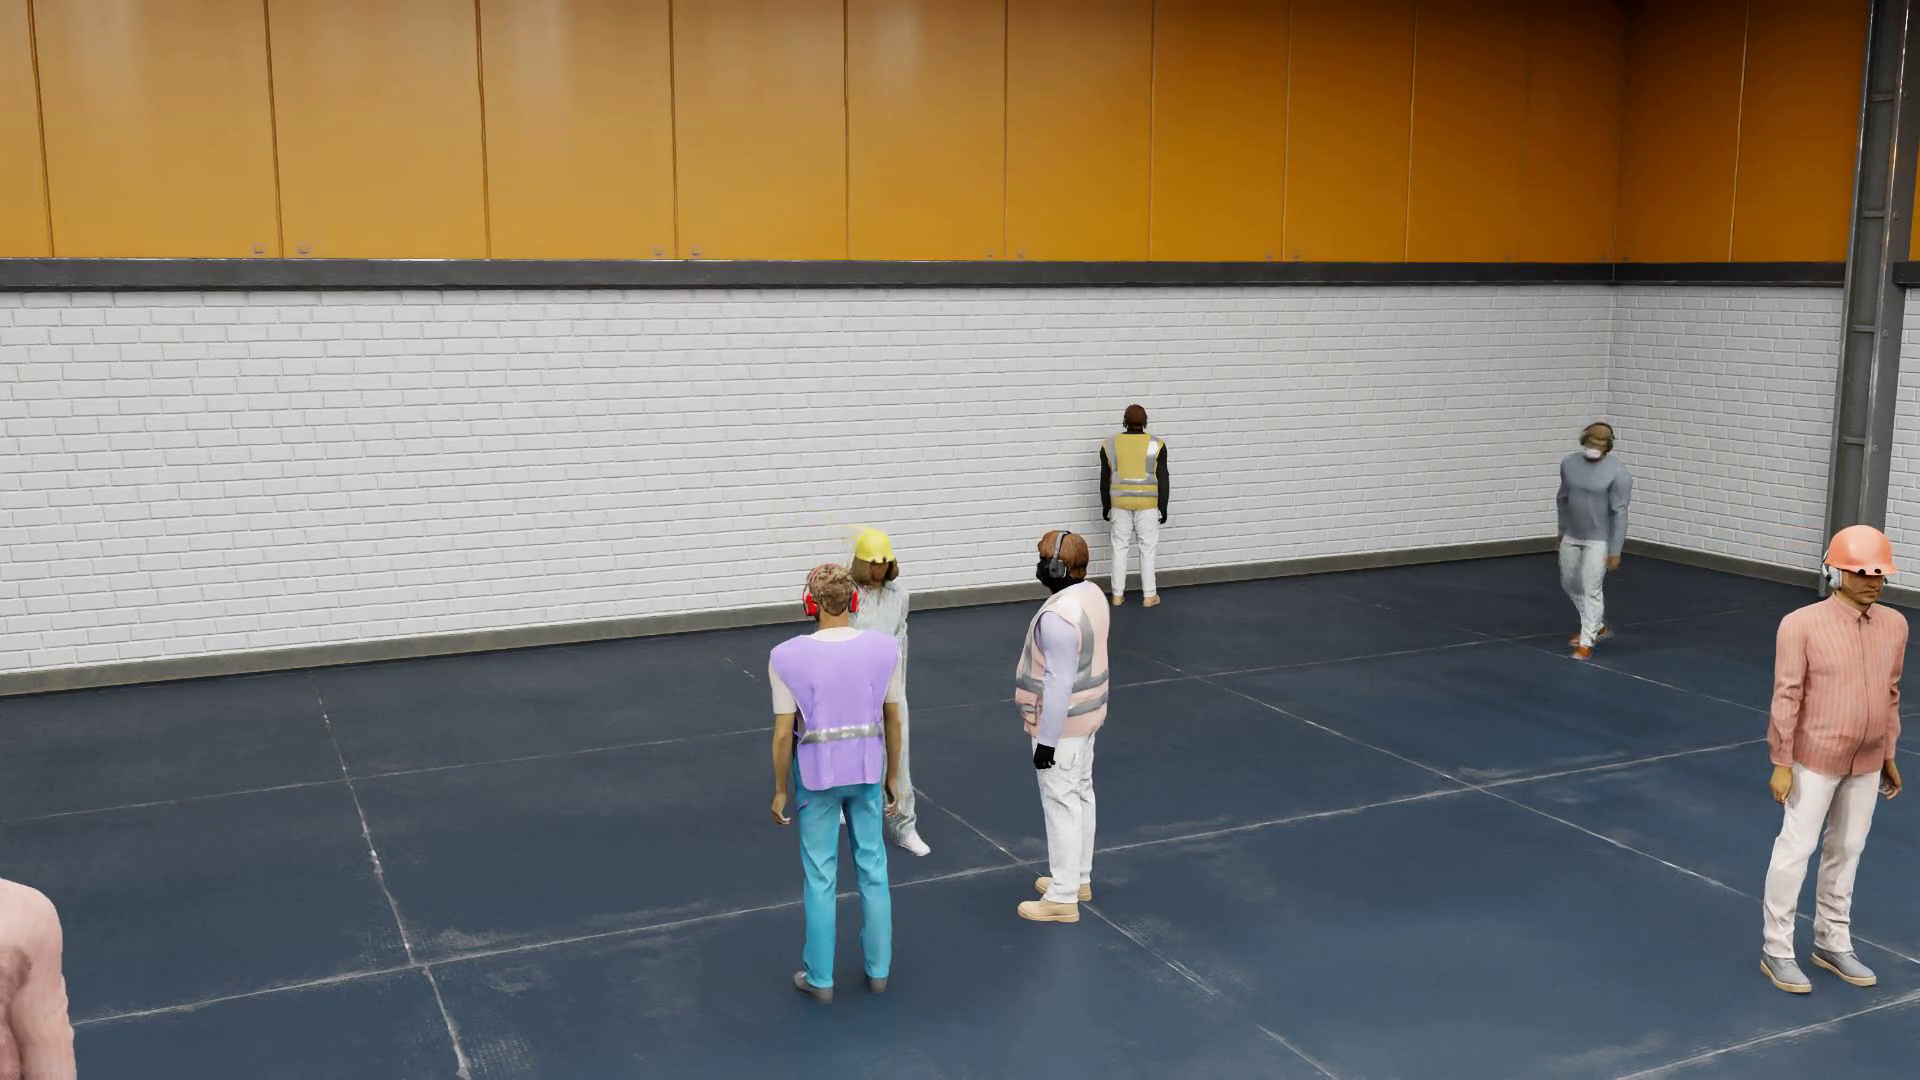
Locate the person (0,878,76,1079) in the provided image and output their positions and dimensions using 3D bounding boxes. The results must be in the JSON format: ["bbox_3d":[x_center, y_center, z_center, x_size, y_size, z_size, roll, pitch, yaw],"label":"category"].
[{"bbox_3d":[-2.552,1.442,4.162,0.659,1.857,0.970,-4,10,-22],"label":"person"}]

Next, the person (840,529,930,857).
[{"bbox_3d":[-0.494,0.771,8.882,0.501,1.699,0.904,-6,11,-32],"label":"person"}]

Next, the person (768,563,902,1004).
[{"bbox_3d":[-0.510,1.014,6.910,0.564,1.837,0.401,-3,10,-20],"label":"person"}]

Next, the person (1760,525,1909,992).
[{"bbox_3d":[3.706,0.918,7.015,0.623,1.992,0.396,-2,9,-13],"label":"person"}]

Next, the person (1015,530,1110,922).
[{"bbox_3d":[0.474,0.864,7.828,0.429,1.843,0.633,3,10,19],"label":"person"}]

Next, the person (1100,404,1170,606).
[{"bbox_3d":[1.592,-0.313,15.119,0.633,1.846,0.429,2,9,15],"label":"person"}]

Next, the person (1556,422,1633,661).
[{"bbox_3d":[5.000,0.001,13.032,0.673,1.895,0.693,-5,11,-30],"label":"person"}]
